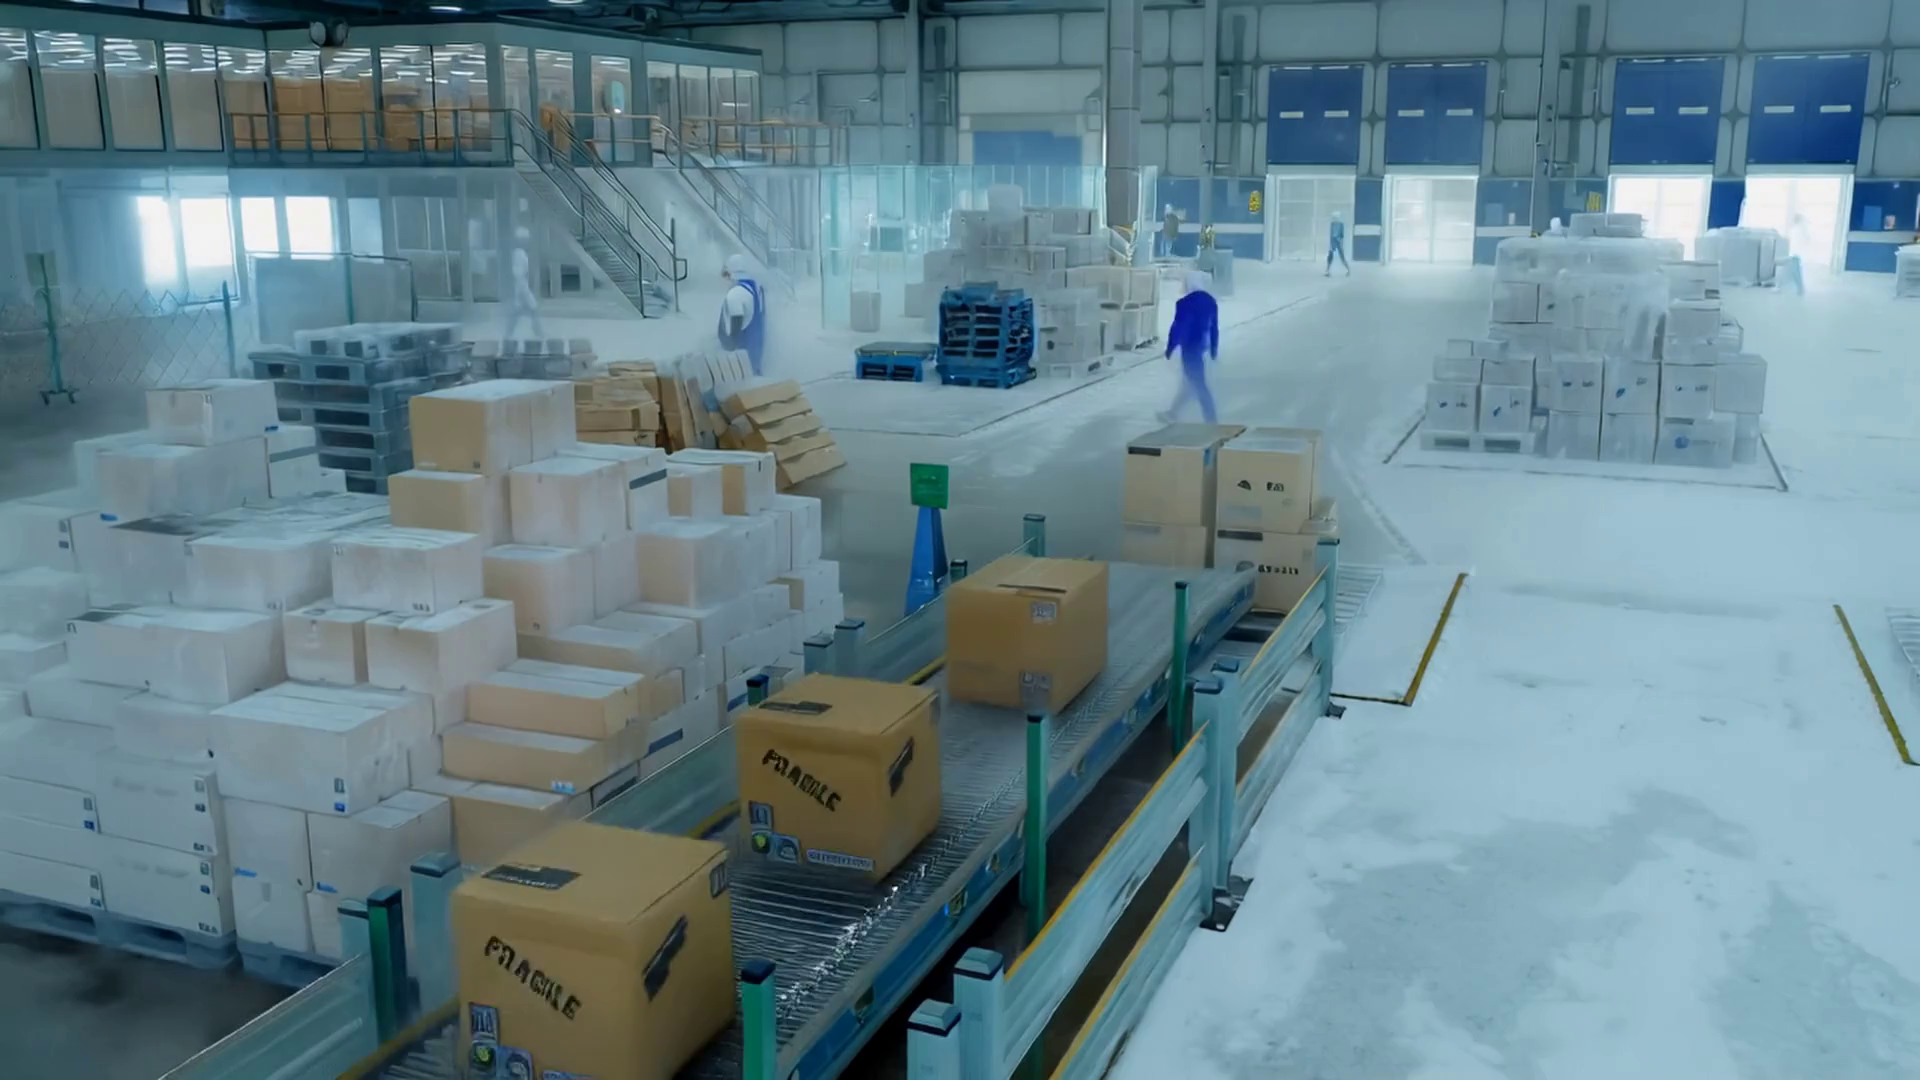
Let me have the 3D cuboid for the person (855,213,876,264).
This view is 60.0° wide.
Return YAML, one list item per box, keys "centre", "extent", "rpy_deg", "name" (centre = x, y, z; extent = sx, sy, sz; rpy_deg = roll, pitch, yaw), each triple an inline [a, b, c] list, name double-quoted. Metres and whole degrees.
- centre: [-3.018, -9.657, 53.298]
  extent: [0.729, 1.656, 0.540]
  rpy_deg: [2, 13, 7]
  name: "person"

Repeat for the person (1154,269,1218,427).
- centre: [2.634, -2.162, 19.136]
  extent: [0.653, 1.882, 1.007]
  rpy_deg: [-12, 17, -42]
  name: "person"

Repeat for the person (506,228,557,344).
- centre: [-7.452, -4.349, 28.674]
  extent: [0.970, 1.997, 0.632]
  rpy_deg: [-6, 14, -25]
  name: "person"

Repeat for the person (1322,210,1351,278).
- centre: [10.560, -8.271, 46.508]
  extent: [0.592, 1.903, 0.779]
  rpy_deg: [-11, 16, -39]
  name: "person"

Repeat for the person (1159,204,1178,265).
- centre: [6.465, -9.415, 51.489]
  extent: [0.620, 1.969, 0.469]
  rpy_deg: [-8, 15, -33]
  name: "person"

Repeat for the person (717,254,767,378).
- centre: [-2.601, -2.349, 19.623]
  extent: [0.535, 2.000, 0.674]
  rpy_deg: [5, 13, 21]
  name: "person"

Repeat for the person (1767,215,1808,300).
- centre: [19.432, -6.602, 38.903]
  extent: [0.647, 1.942, 0.990]
  rpy_deg: [-10, 16, -37]
  name: "person"

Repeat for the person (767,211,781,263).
- centre: [-5.553, -8.690, 48.546]
  extent: [0.651, 1.824, 0.471]
  rpy_deg: [-4, 13, -16]
  name: "person"

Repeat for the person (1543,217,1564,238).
- centre: [14.789, -7.116, 41.455]
  extent: [0.624, 1.844, 0.430]
  rpy_deg: [-6, 14, -26]
  name: "person"

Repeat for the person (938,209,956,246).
- centre: [-0.369, -8.447, 47.283]
  extent: [0.551, 1.911, 0.826]
  rpy_deg: [-2, 13, -8]
  name: "person"
